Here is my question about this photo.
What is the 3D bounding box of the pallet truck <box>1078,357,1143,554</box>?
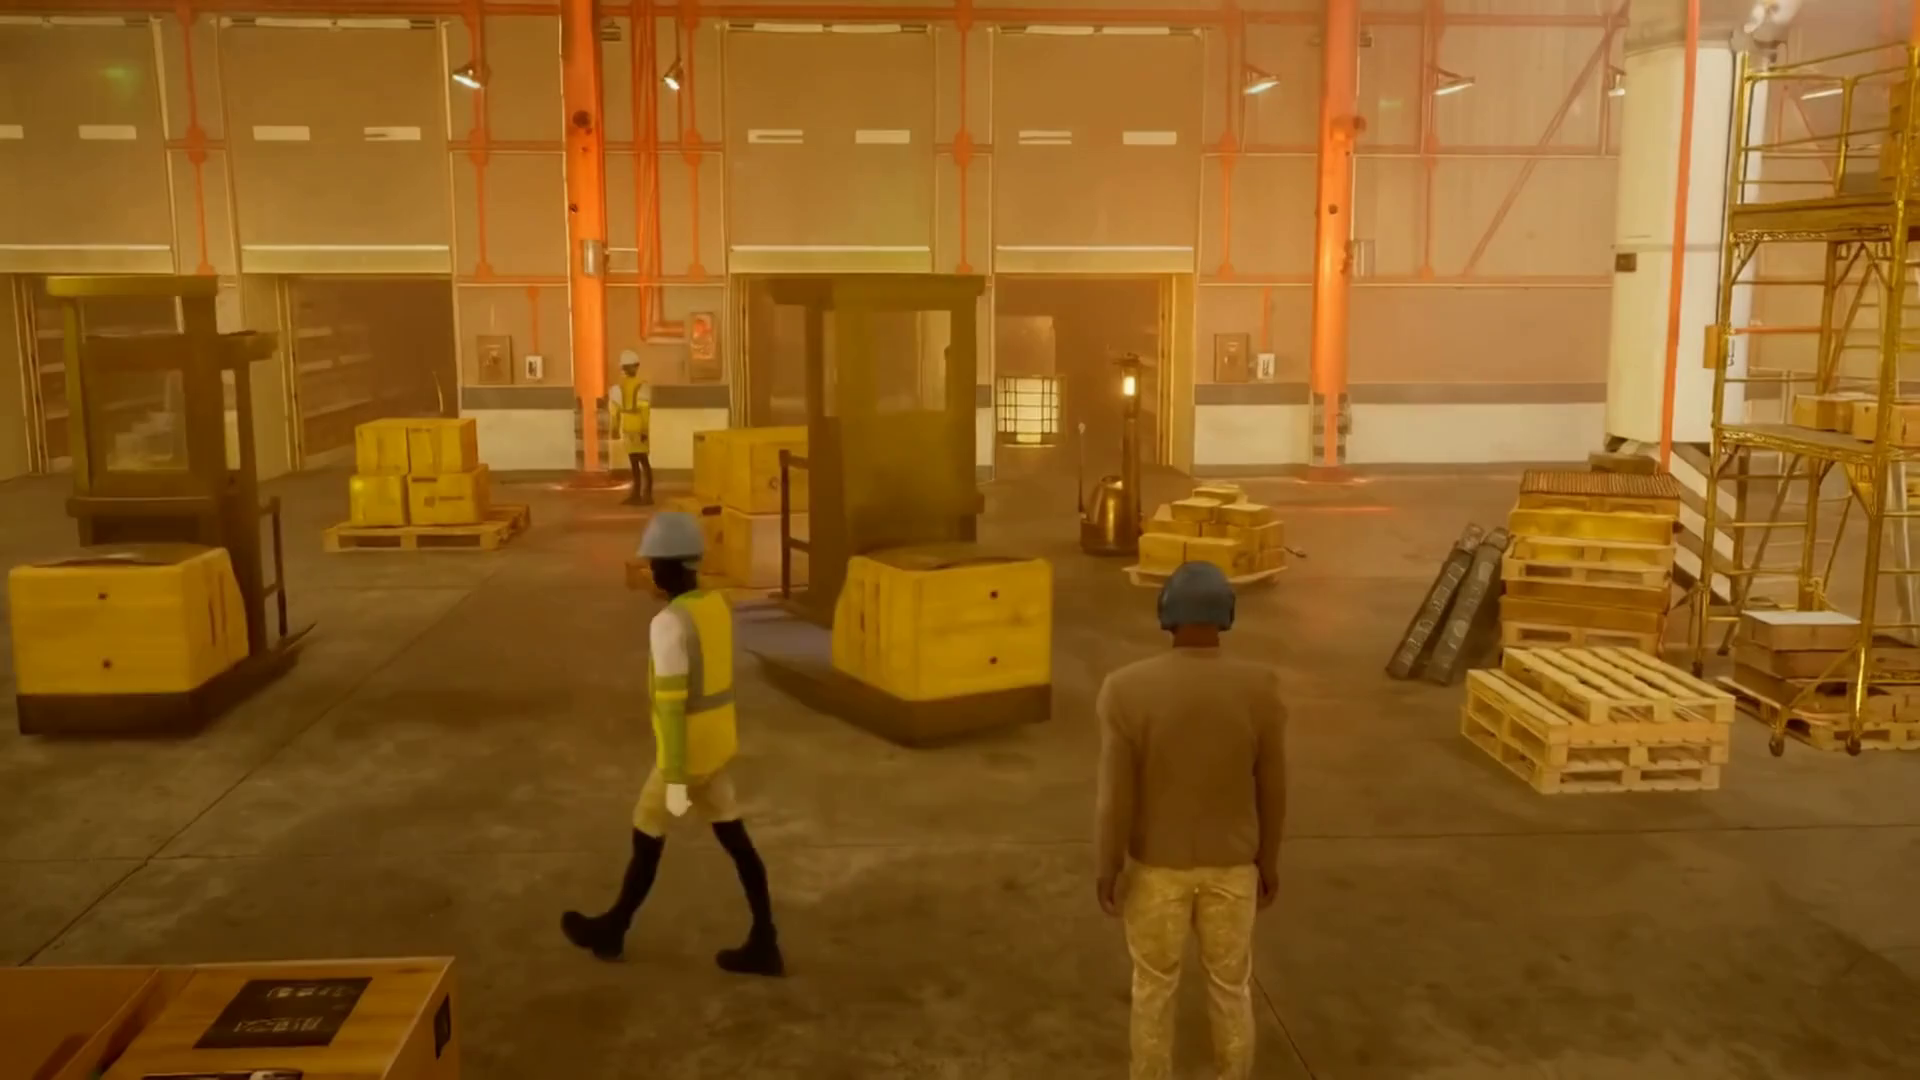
[{"bbox_3d":[2.088,-0.836,16.757,1.885,1.965,0.823,2,9,13],"label":"pallet truck"}]

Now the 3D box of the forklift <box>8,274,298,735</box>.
[{"bbox_3d":[-5.210,-0.310,10.694,1.129,2.768,1.873,-1,9,-4],"label":"forklift"}]

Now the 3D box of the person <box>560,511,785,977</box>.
[{"bbox_3d":[-1.144,0.821,6.708,0.996,1.881,0.575,4,10,22],"label":"person"}]

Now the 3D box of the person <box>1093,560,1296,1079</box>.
[{"bbox_3d":[0.735,1.025,5.287,0.633,1.933,0.362,-1,9,-4],"label":"person"}]

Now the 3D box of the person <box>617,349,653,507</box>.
[{"bbox_3d":[-3.990,-1.373,20.357,0.388,1.930,0.544,-8,12,-42],"label":"person"}]

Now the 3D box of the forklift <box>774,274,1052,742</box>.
[{"bbox_3d":[-0.316,-0.298,10.619,1.129,2.768,1.873,-5,10,-30],"label":"forklift"}]
